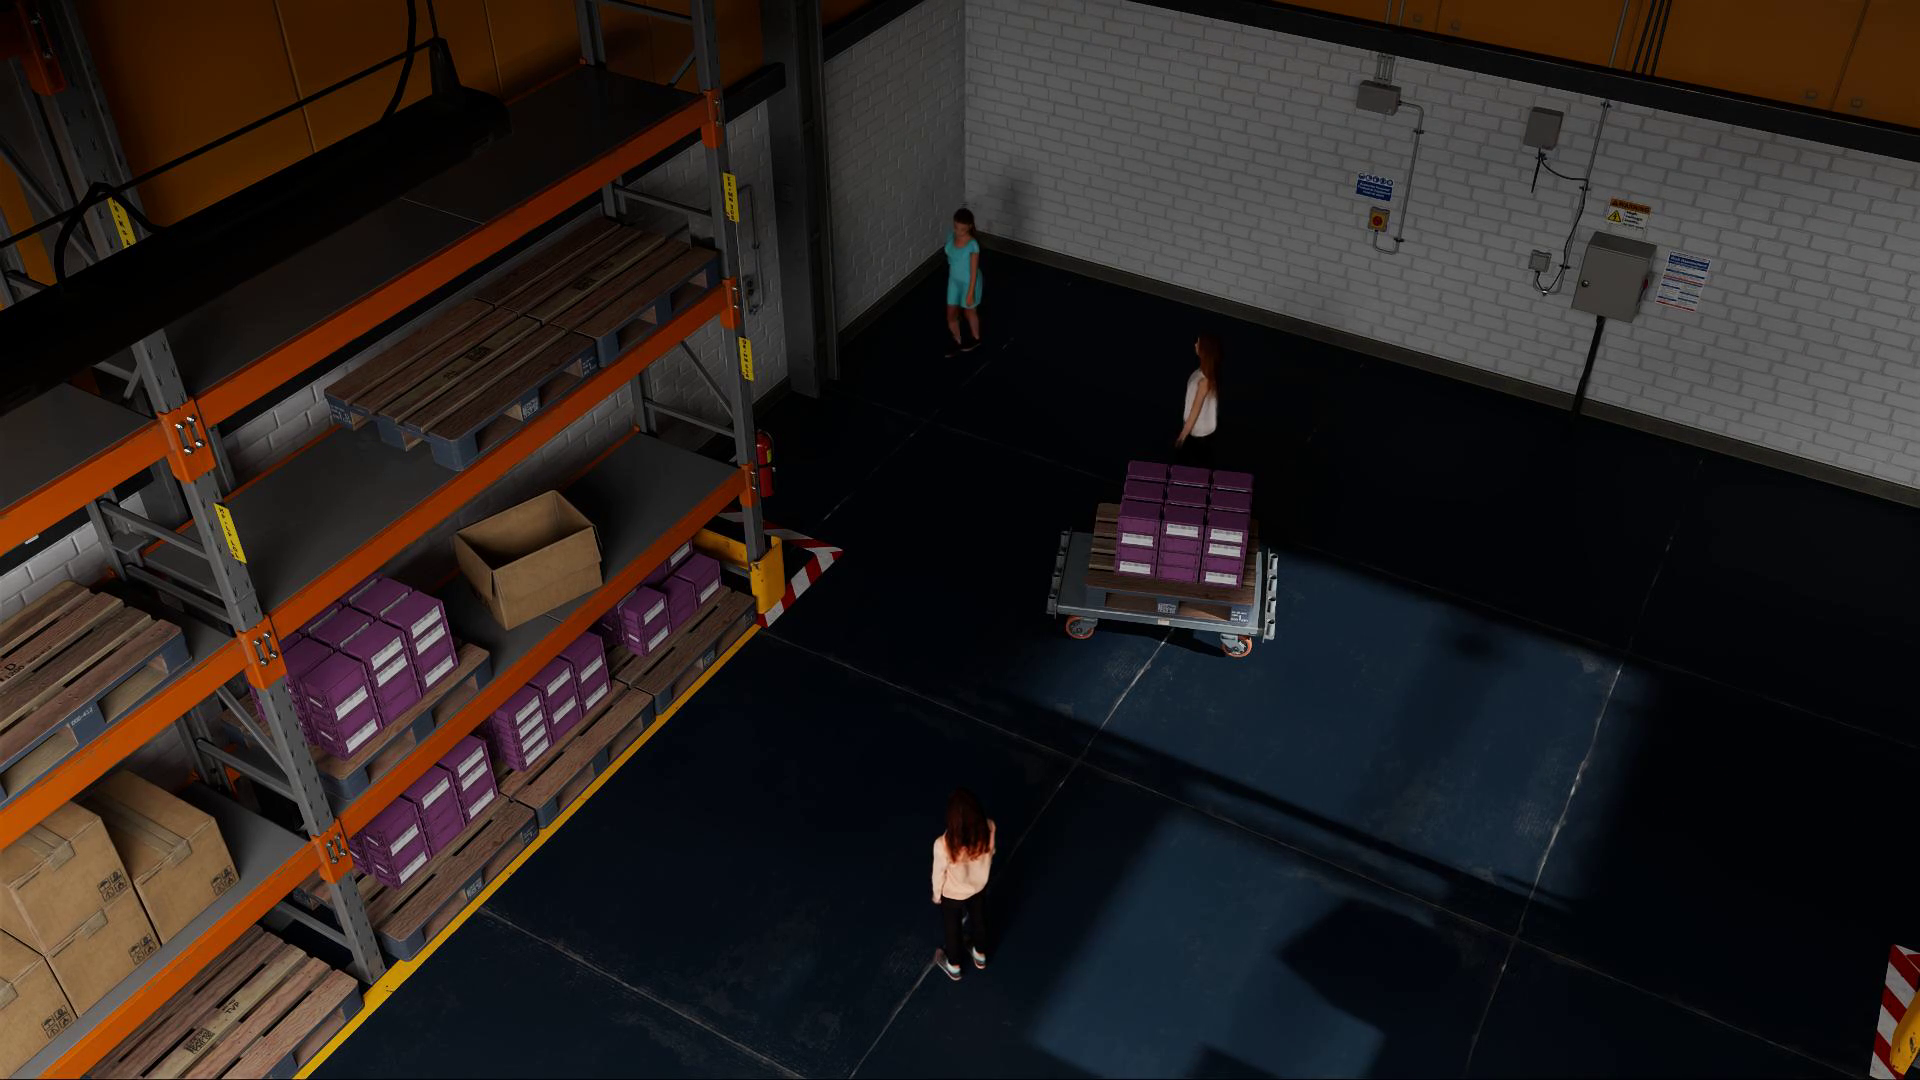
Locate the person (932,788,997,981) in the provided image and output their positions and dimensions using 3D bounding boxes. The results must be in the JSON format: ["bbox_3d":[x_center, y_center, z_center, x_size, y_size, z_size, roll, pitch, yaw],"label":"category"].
[{"bbox_3d":[0.018,1.982,9.589,0.573,1.484,0.689,-23,44,-26],"label":"person"}]

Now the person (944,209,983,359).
[{"bbox_3d":[0.064,-2.344,14.978,0.731,1.519,0.624,-27,46,-30],"label":"person"}]
